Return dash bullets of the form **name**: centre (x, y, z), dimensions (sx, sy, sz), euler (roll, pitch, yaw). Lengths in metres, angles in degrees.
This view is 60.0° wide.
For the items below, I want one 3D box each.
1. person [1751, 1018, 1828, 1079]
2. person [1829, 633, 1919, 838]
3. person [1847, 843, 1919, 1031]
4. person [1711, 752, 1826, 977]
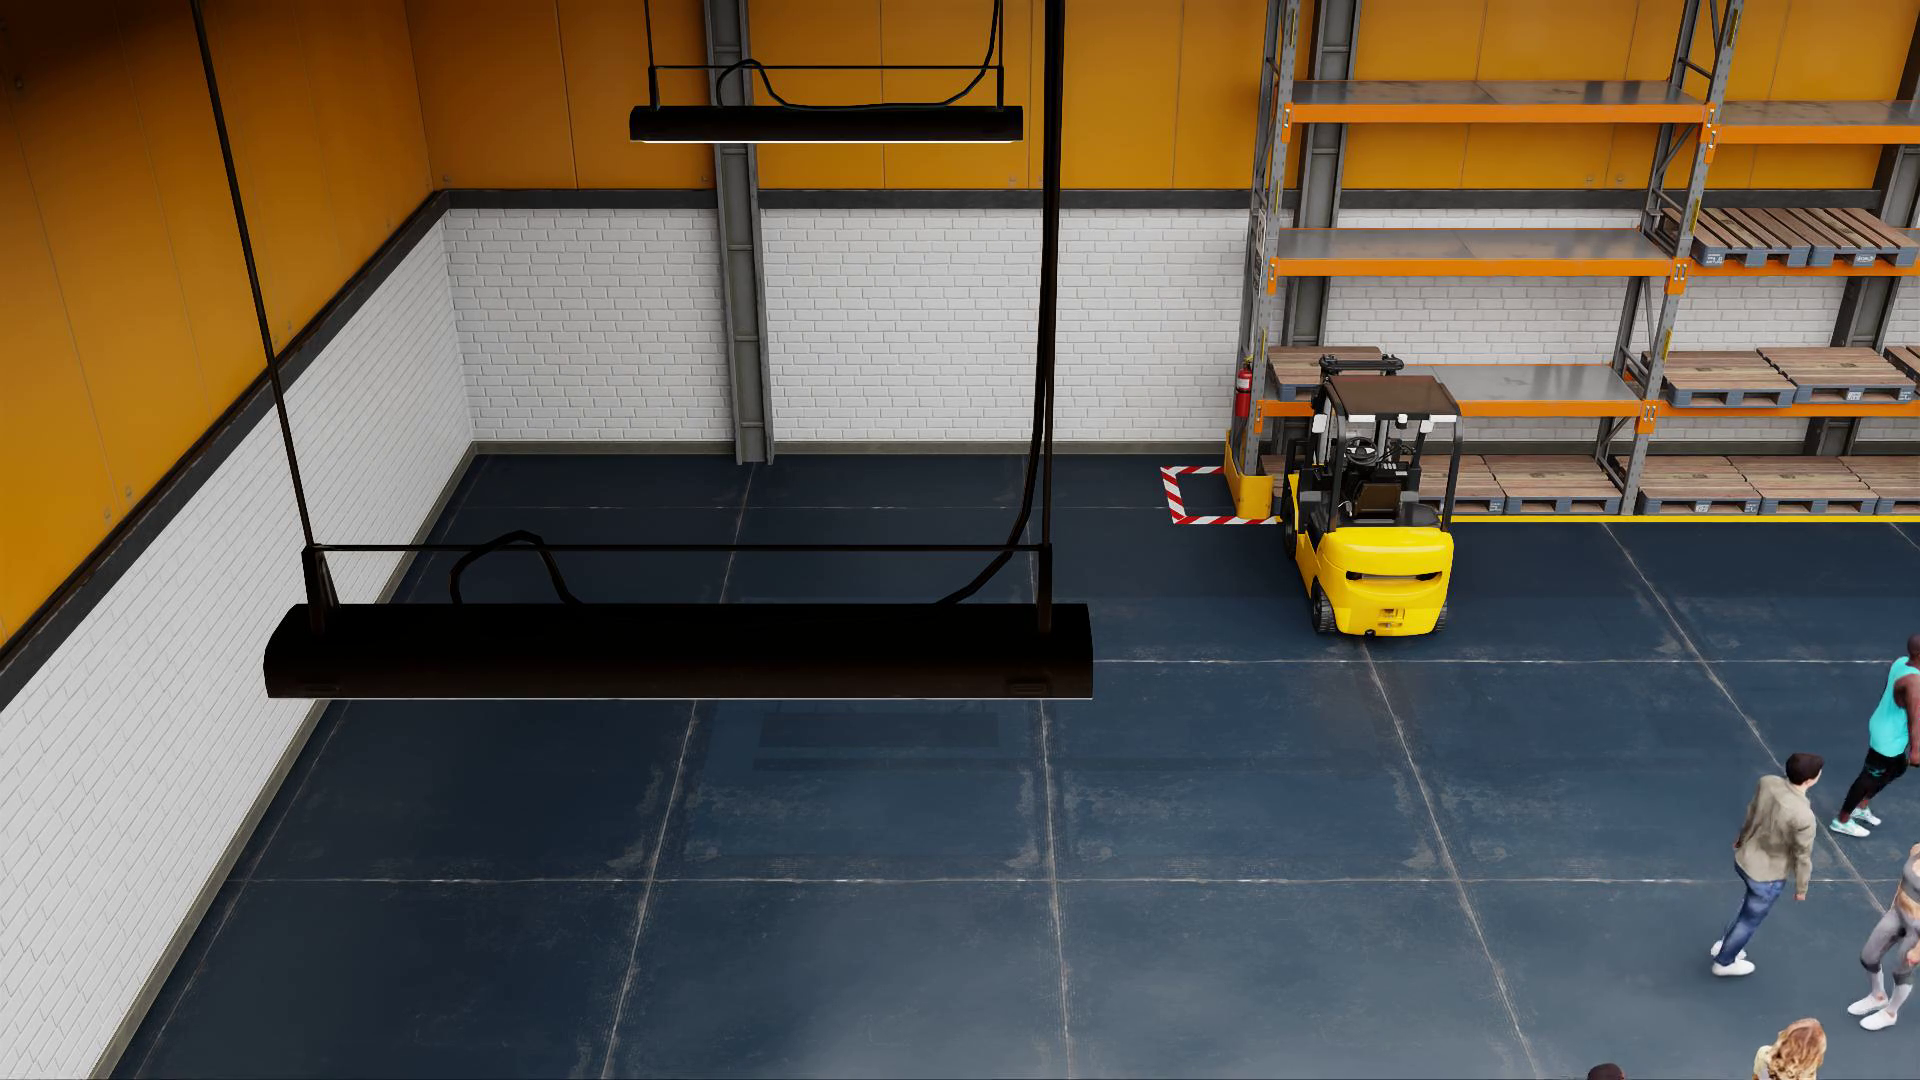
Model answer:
- **person**: centre (4.384, 3.323, 9.109), dimensions (0.716, 1.716, 0.712), euler (-8, 30, -14)
- **person**: centre (6.840, 1.457, 12.445), dimensions (0.751, 1.797, 0.710), euler (10, 30, 18)
- **person**: centre (6.176, 2.478, 10.680), dimensions (0.619, 1.694, 0.627), euler (-5, 29, -10)
- **person**: centre (5.257, 2.184, 11.061), dimensions (0.681, 1.846, 0.761), euler (-5, 29, -8)
